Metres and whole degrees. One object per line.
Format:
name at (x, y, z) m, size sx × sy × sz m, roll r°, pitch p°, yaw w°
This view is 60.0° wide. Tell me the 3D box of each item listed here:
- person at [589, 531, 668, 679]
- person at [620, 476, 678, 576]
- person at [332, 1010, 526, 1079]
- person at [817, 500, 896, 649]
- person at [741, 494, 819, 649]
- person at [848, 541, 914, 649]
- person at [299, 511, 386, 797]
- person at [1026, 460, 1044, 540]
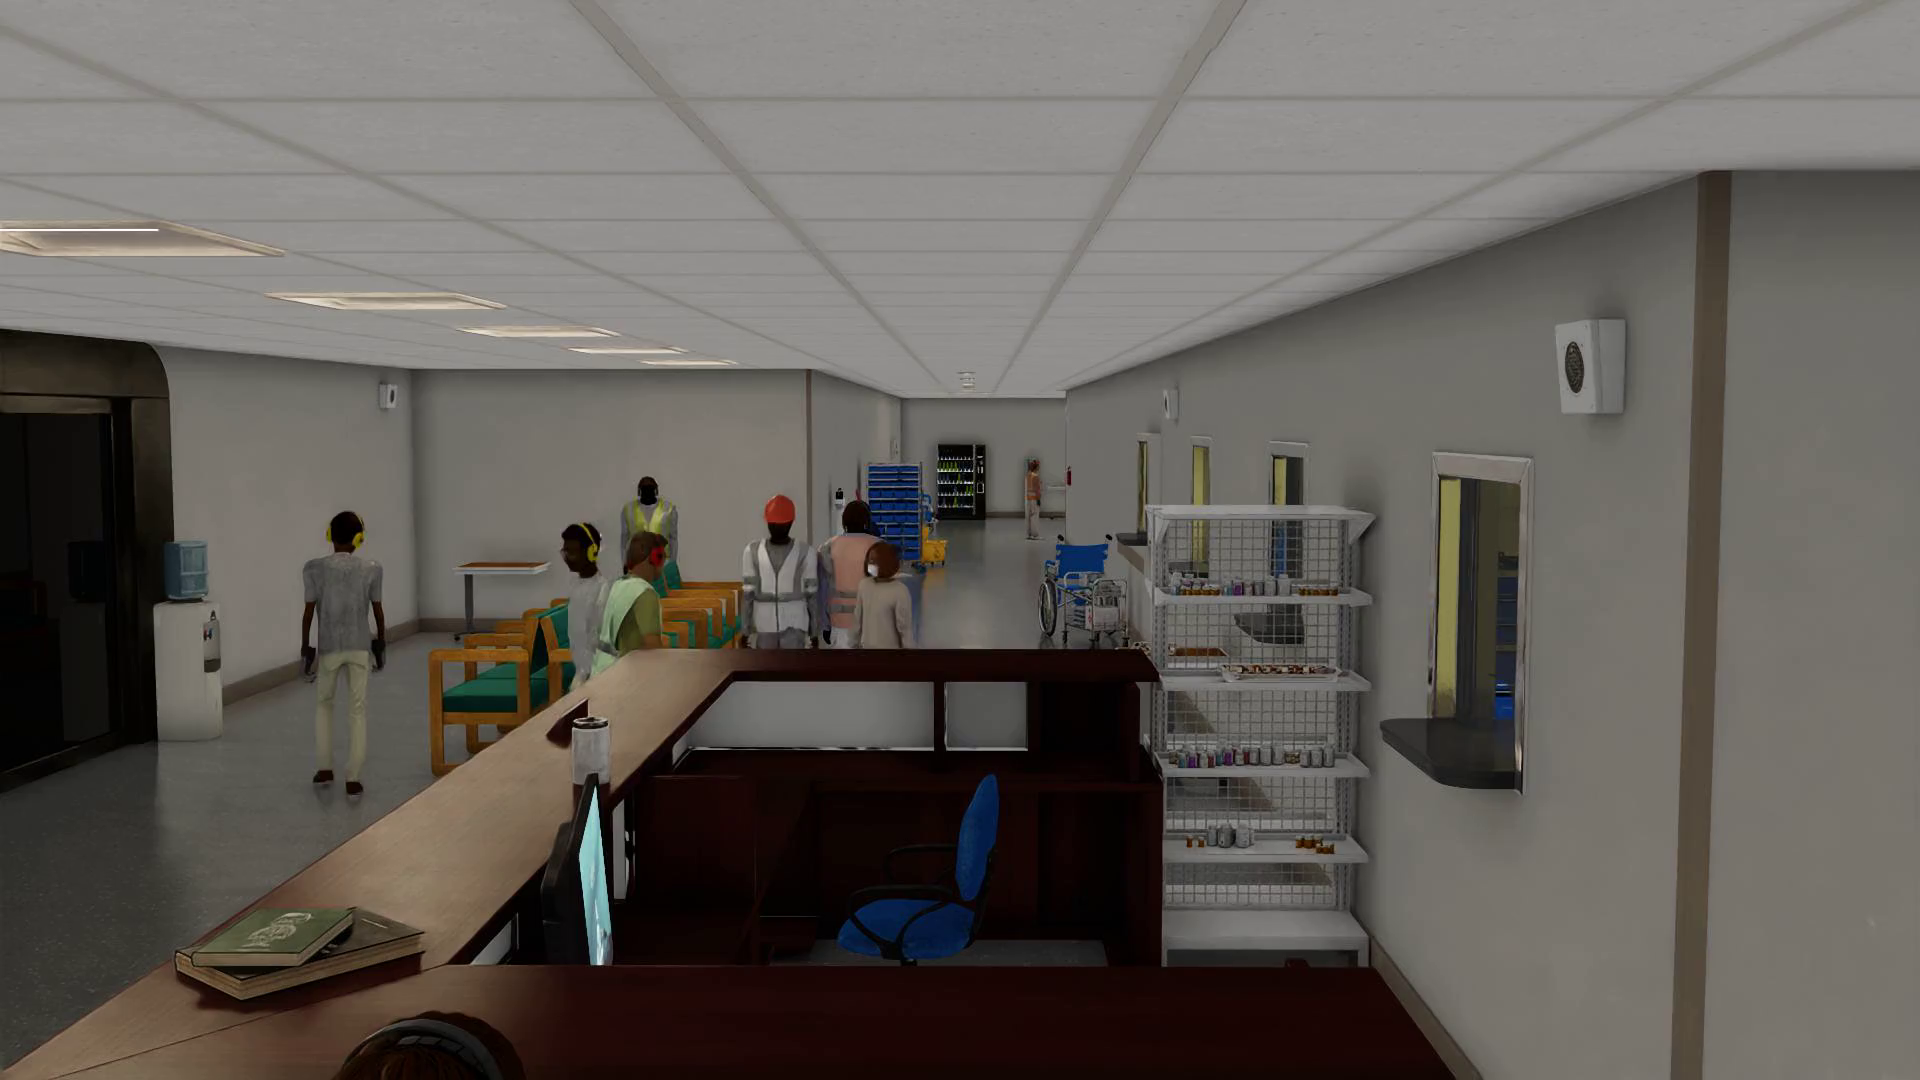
person at (-1.742, 0.864, 9.222) m, size 0.791 × 1.797 × 0.782 m, roll -2°, pitch 4°, yaw -21°
person at (-3.360, 0.226, 17.997) m, size 0.621 × 1.835 × 0.431 m, roll -1°, pitch 4°, yaw -8°
person at (-0.526, 1.389, 1.675) m, size 0.619 × 1.835 × 0.430 m, roll 1°, pitch 4°, yaw 11°
person at (-0.744, 0.625, 12.285) m, size 0.627 × 1.847 × 0.429 m, roll 1°, pitch 4°, yaw 12°
person at (-1.296, 0.605, 12.115) m, size 0.560 × 1.908 × 0.769 m, roll 0°, pitch 4°, yaw 5°
person at (-0.506, 0.792, 11.631) m, size 0.819 × 1.597 × 0.498 m, roll -4°, pitch 5°, yaw -41°
person at (-4.038, 0.732, 10.879) m, size 0.529 × 1.832 × 0.746 m, roll -2°, pitch 4°, yaw -21°
person at (1.507, -0.813, 33.872) m, size 0.309 × 1.641 × 0.514 m, roll -1°, pitch 4°, yaw -19°
